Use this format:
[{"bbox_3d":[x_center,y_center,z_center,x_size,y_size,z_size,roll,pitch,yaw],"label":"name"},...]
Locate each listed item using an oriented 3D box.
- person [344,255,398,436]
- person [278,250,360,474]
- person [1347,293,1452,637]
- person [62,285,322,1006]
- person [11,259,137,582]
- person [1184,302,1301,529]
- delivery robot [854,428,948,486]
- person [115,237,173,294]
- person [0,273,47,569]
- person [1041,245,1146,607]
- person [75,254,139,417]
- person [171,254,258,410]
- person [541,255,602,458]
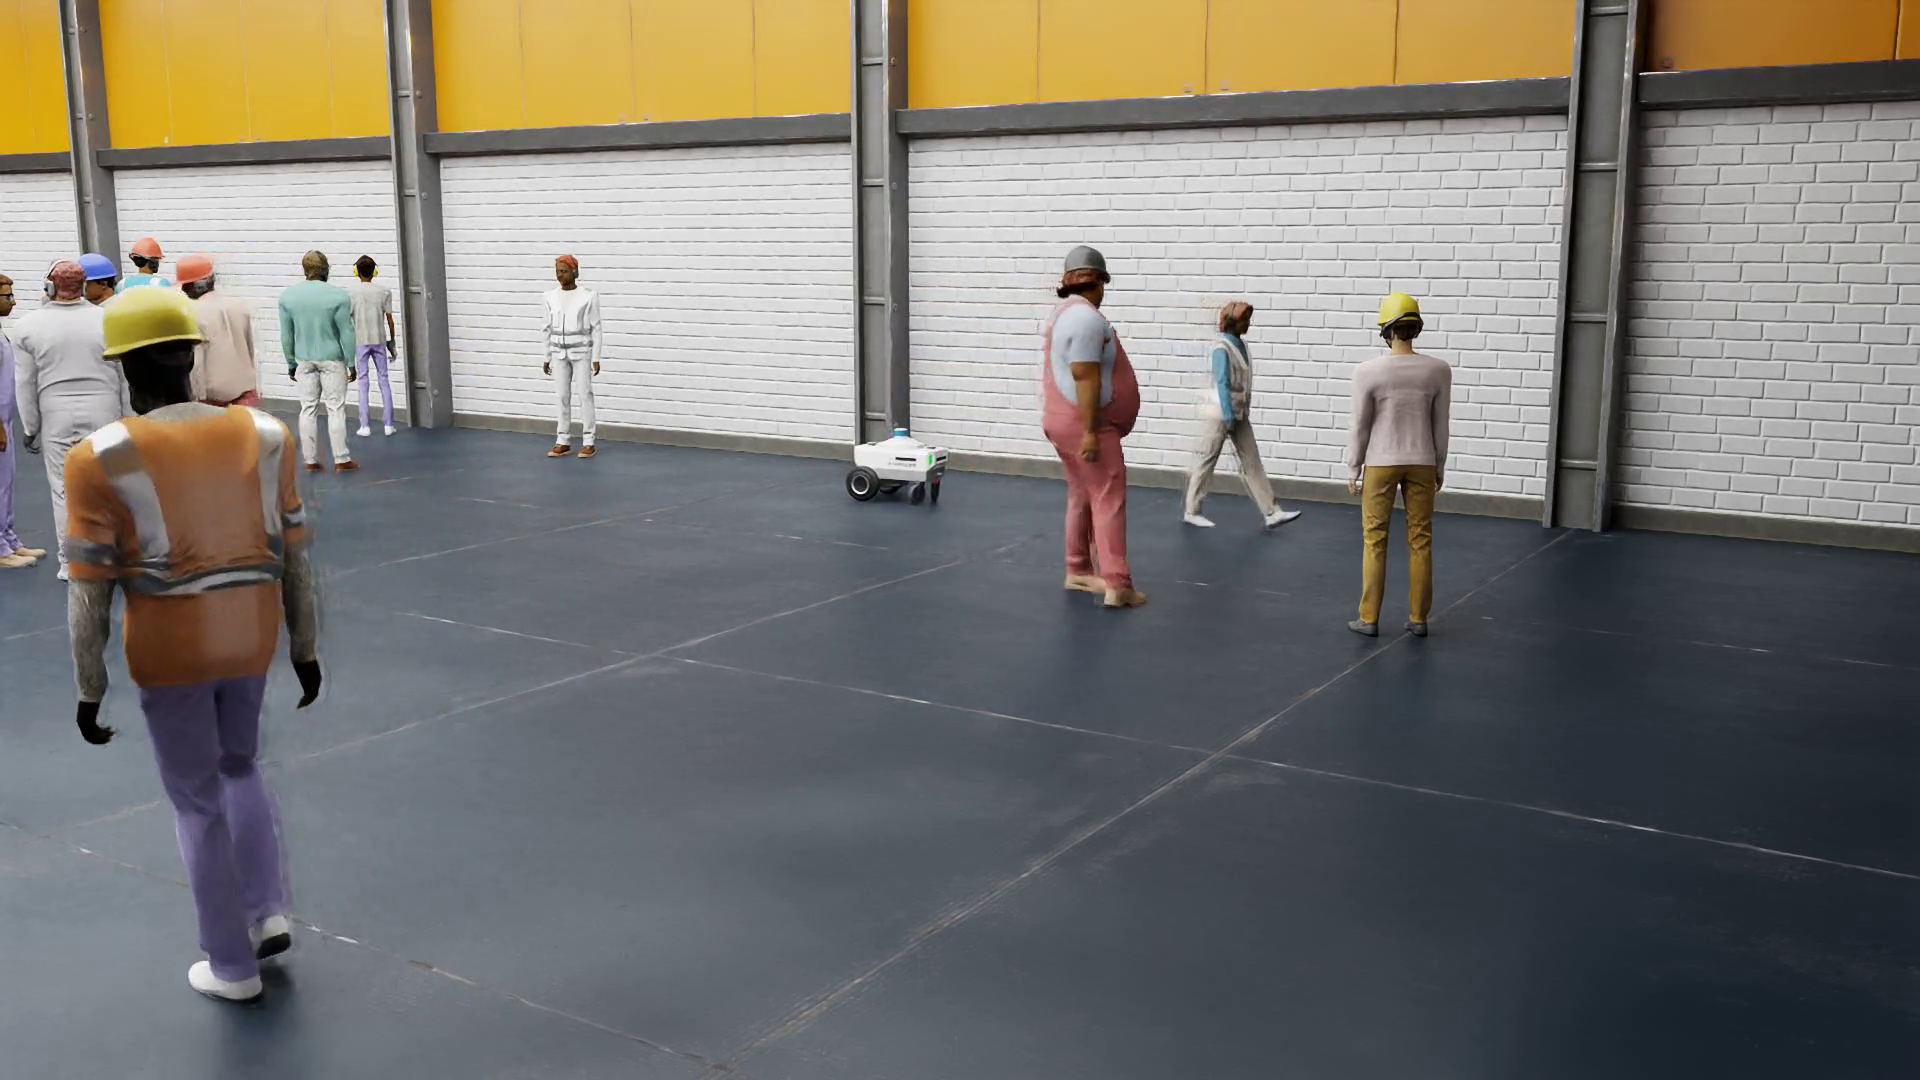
[{"bbox_3d":[-6.122,-2.013,17.256,0.532,1.870,0.316,-5,11,-26],"label":"person"},{"bbox_3d":[-5.538,-1.534,14.417,0.635,1.937,0.361,0,10,2],"label":"person"},{"bbox_3d":[2.224,-0.373,8.488,0.524,1.761,0.339,-1,10,-3],"label":"person"},{"bbox_3d":[-2.014,0.294,4.372,0.453,1.902,0.601,8,13,39],"label":"person"},{"bbox_3d":[-5.223,-0.701,9.879,0.643,1.912,0.401,-5,12,-27],"label":"person"},{"bbox_3d":[1.935,-0.848,11.554,0.858,1.588,0.546,7,12,33],"label":"person"},{"bbox_3d":[-0.457,-0.627,12.965,0.707,0.478,0.477,5,11,25],"label":"delivery robot"},{"bbox_3d":[-7.597,-1.814,15.675,0.605,2.045,0.377,2,11,13],"label":"person"},{"bbox_3d":[-5.928,-0.729,10.254,0.360,1.837,0.505,-5,11,-25],"label":"person"},{"bbox_3d":[0.743,-0.665,9.317,0.544,2.000,0.813,-1,10,-8],"label":"person"},{"bbox_3d":[-5.711,-0.954,11.228,0.618,1.933,0.420,9,13,40],"label":"person"},{"bbox_3d":[-5.323,-1.088,12.006,1.016,1.920,0.672,6,12,31],"label":"person"},{"bbox_3d":[-3.619,-1.703,15.499,0.584,1.882,0.337,2,11,13],"label":"person"}]
